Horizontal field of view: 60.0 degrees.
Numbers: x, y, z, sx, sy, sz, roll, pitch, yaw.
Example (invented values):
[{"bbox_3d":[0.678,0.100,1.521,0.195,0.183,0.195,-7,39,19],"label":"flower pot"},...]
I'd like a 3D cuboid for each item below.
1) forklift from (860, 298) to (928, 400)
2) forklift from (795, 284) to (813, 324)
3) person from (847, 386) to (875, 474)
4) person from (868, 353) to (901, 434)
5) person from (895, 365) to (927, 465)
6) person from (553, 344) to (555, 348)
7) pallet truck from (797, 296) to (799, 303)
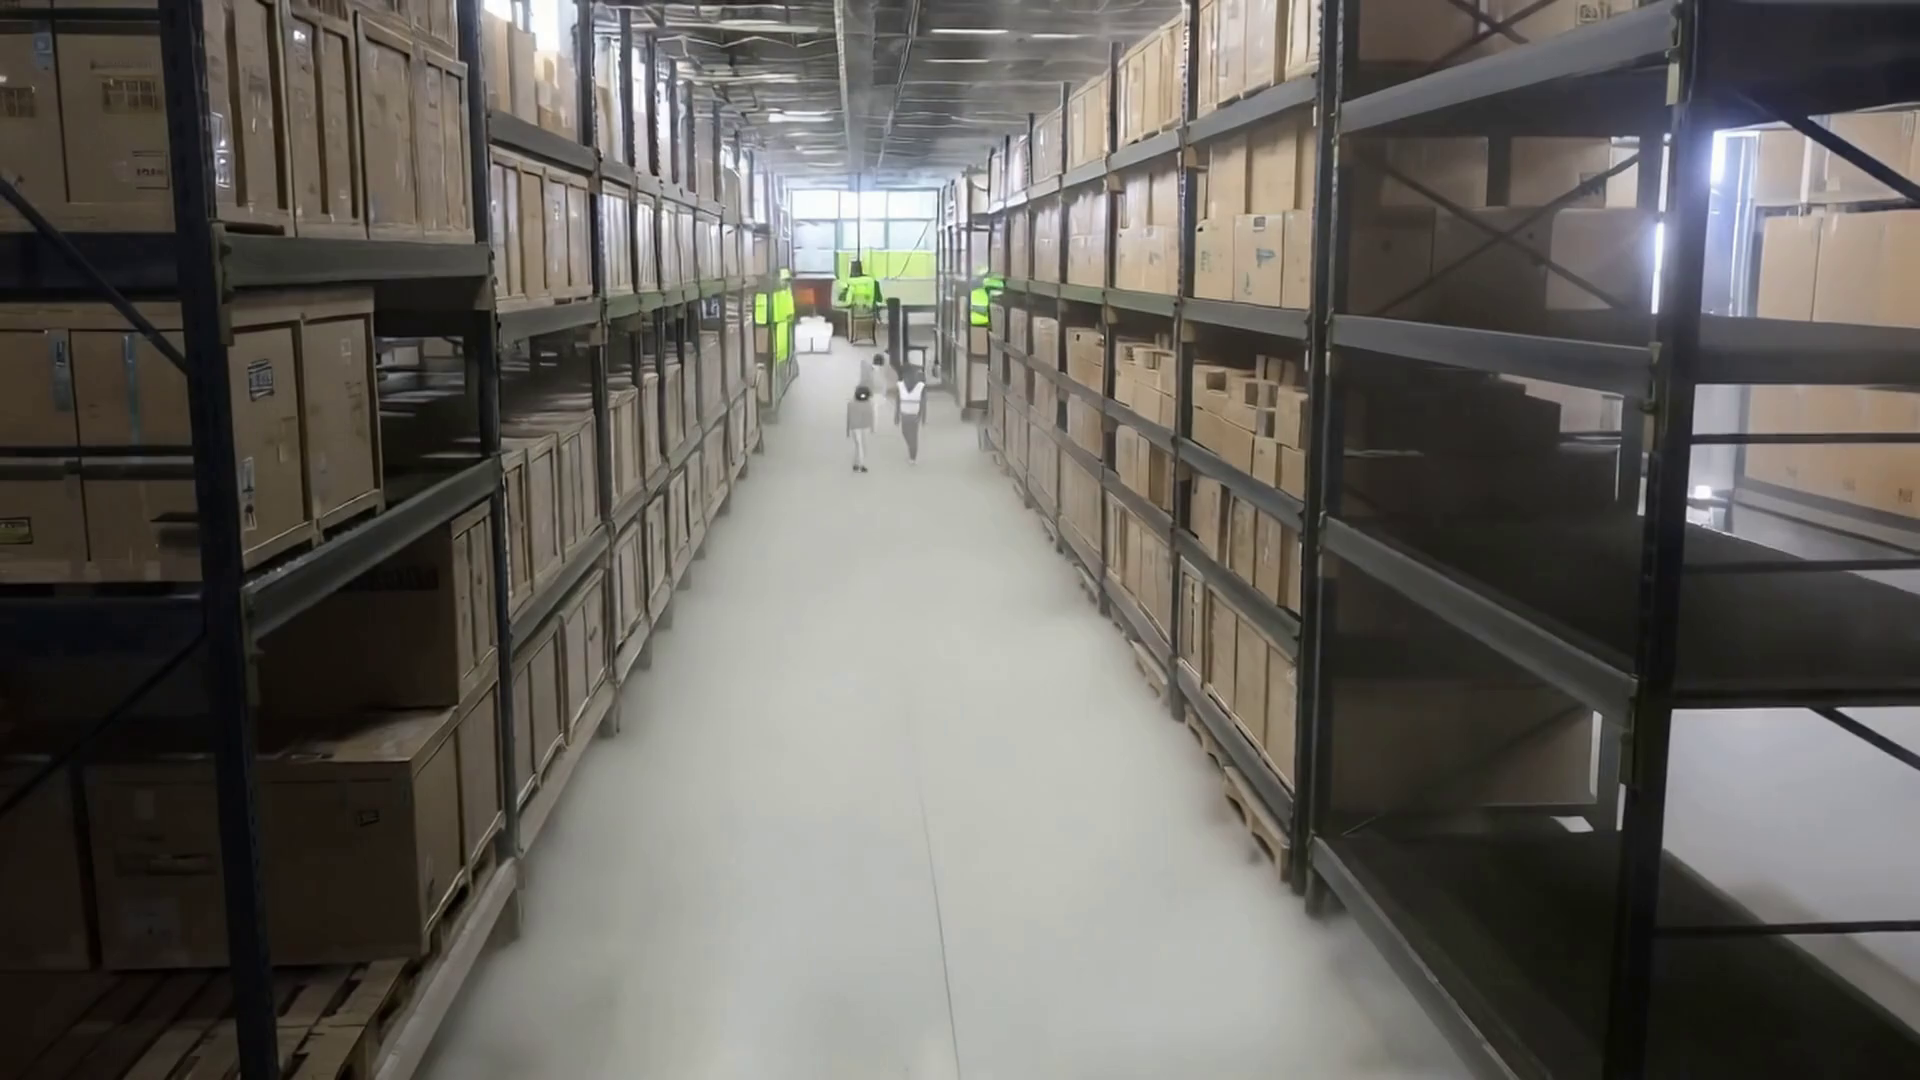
[{"bbox_3d":[-1.852,-5.349,46.420,1.873,2.768,1.129,-1,10,-3],"label":"forklift"},{"bbox_3d":[-7.292,-10.484,77.093,1.129,2.768,1.873,-1,10,-4],"label":"forklift"},{"bbox_3d":[-1.842,-2.037,30.474,0.504,1.592,0.847,-5,11,-26],"label":"person"},{"bbox_3d":[-1.735,-3.268,37.226,0.954,1.794,0.631,0,10,0],"label":"person"},{"bbox_3d":[-0.915,-2.407,31.796,0.599,1.894,0.771,3,10,15],"label":"person"},{"bbox_3d":[-10.803,-4.718,45.342,0.654,1.978,1.079,2,10,13],"label":"person"},{"bbox_3d":[-8.622,-12.439,91.403,1.885,1.965,0.823,2,10,13],"label":"pallet truck"}]
